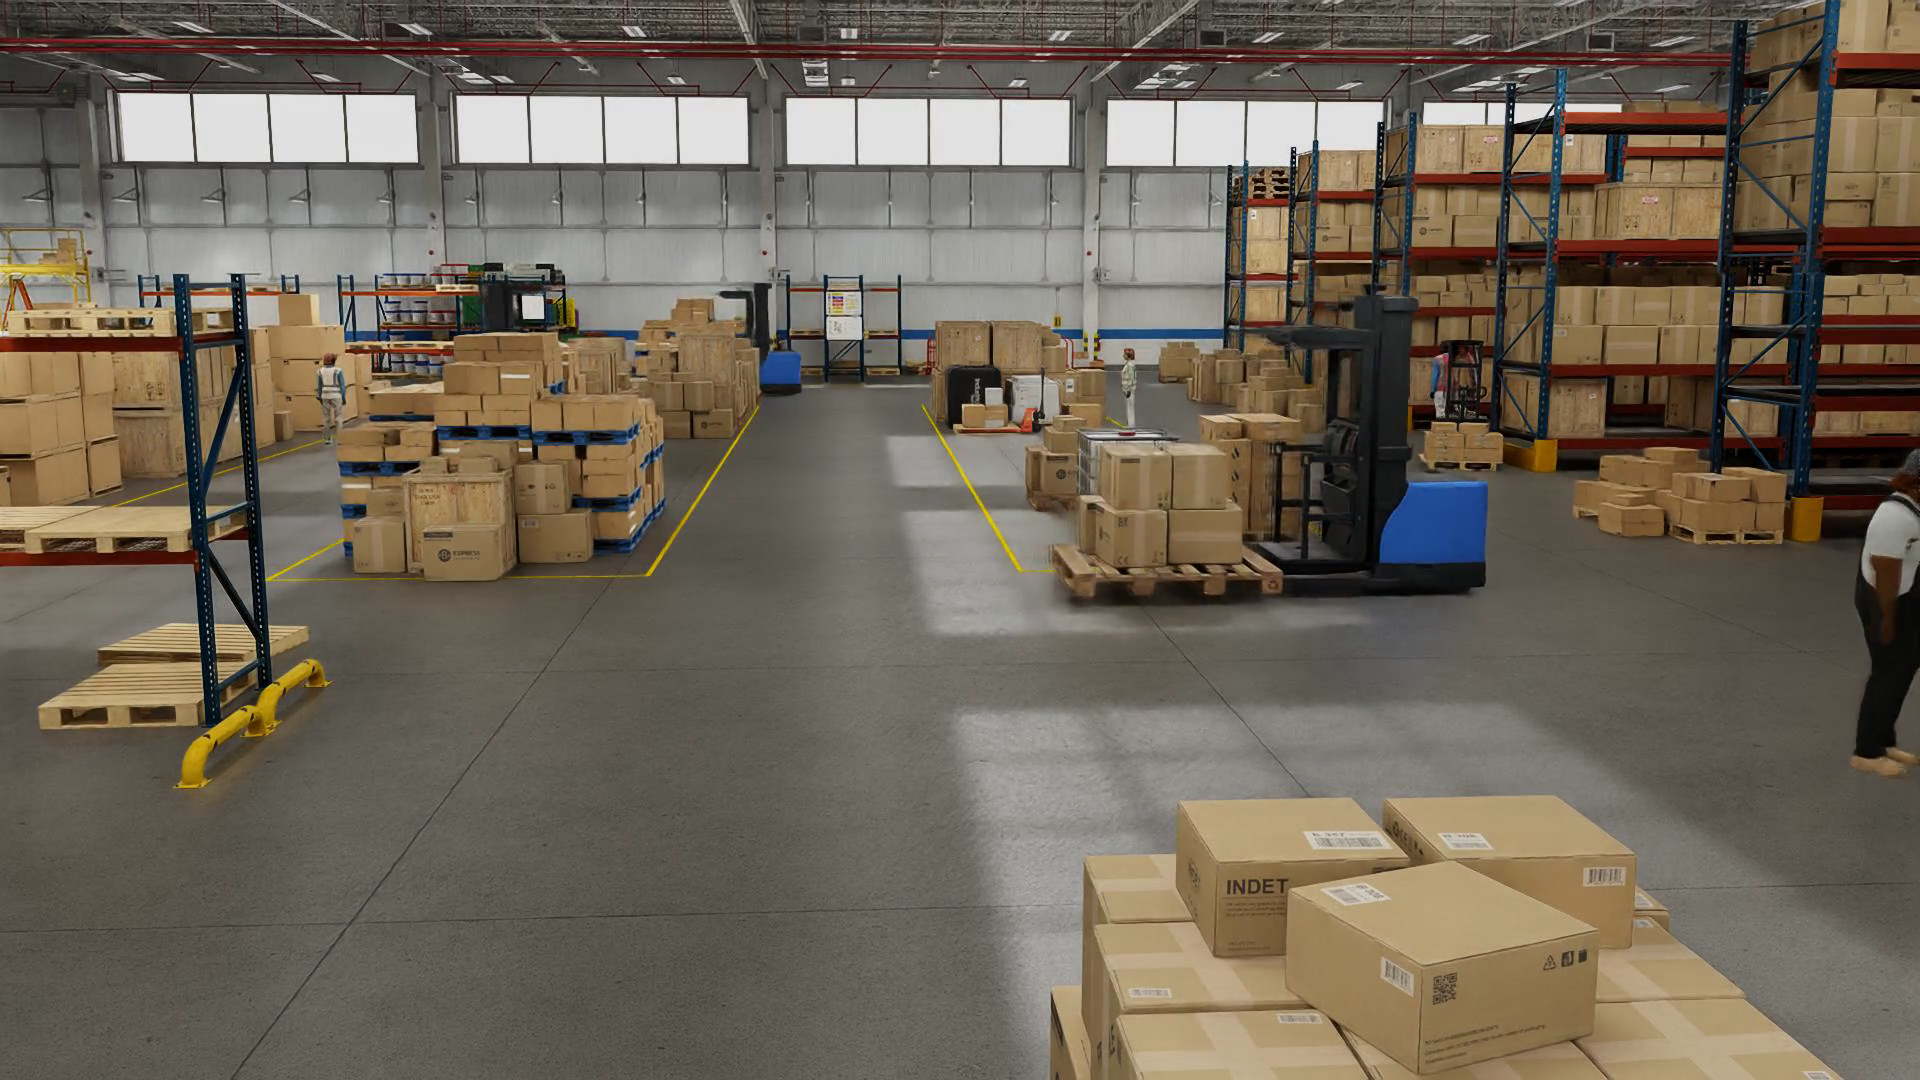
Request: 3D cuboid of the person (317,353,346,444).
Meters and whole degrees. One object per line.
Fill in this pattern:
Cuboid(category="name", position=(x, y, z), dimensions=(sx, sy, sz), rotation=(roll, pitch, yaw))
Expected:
Cuboid(category="person", position=(-11.229, -2.520, 29.742), dimensions=(0.514, 1.639, 0.310), rotation=(1, 9, 8))

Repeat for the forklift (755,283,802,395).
Cuboid(category="forklift", position=(-4.942, -5.060, 41.803), dimensions=(1.873, 2.768, 1.129), rotation=(-1, 9, -4))

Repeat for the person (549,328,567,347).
Cuboid(category="person", position=(-8.425, -3.442, 34.591), dimensions=(0.638, 1.938, 0.356), rotation=(1, 9, 6))

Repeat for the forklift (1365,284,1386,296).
Cuboid(category="forklift", position=(9.039, -4.144, 36.053), dimensions=(1.873, 2.768, 1.129), rotation=(-1, 9, -4))

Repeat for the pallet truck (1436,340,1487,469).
Cuboid(category="pallet truck", position=(8.004, -2.170, 26.422), dimensions=(0.823, 1.965, 1.885), rotation=(2, 9, 14))

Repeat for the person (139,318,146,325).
Cuboid(category="person", position=(-23.344, -5.492, 47.504), dimensions=(0.411, 1.940, 0.636), rotation=(-9, 12, -43))

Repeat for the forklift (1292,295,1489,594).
Cuboid(category="forklift", position=(4.040, -0.950, 15.995), dimensions=(1.873, 2.768, 1.129), rotation=(-1, 9, -4))

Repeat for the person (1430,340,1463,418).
Cuboid(category="person", position=(8.936, -2.764, 30.654), dimensions=(0.624, 1.840, 0.429), rotation=(-3, 10, -18))

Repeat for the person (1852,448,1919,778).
Cuboid(category="person", position=(5.746, 0.407, 10.100), dimensions=(0.538, 2.000, 0.708), rotation=(7, 12, 39))

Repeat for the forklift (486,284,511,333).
Cuboid(category="forklift", position=(-10.054, -4.217, 36.511), dimensions=(1.873, 2.768, 1.129), rotation=(-1, 9, -4))

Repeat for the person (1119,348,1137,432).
Cuboid(category="person", position=(3.230, -2.853, 31.826), dimensions=(0.308, 1.641, 0.514), rotation=(0, 9, -3))
